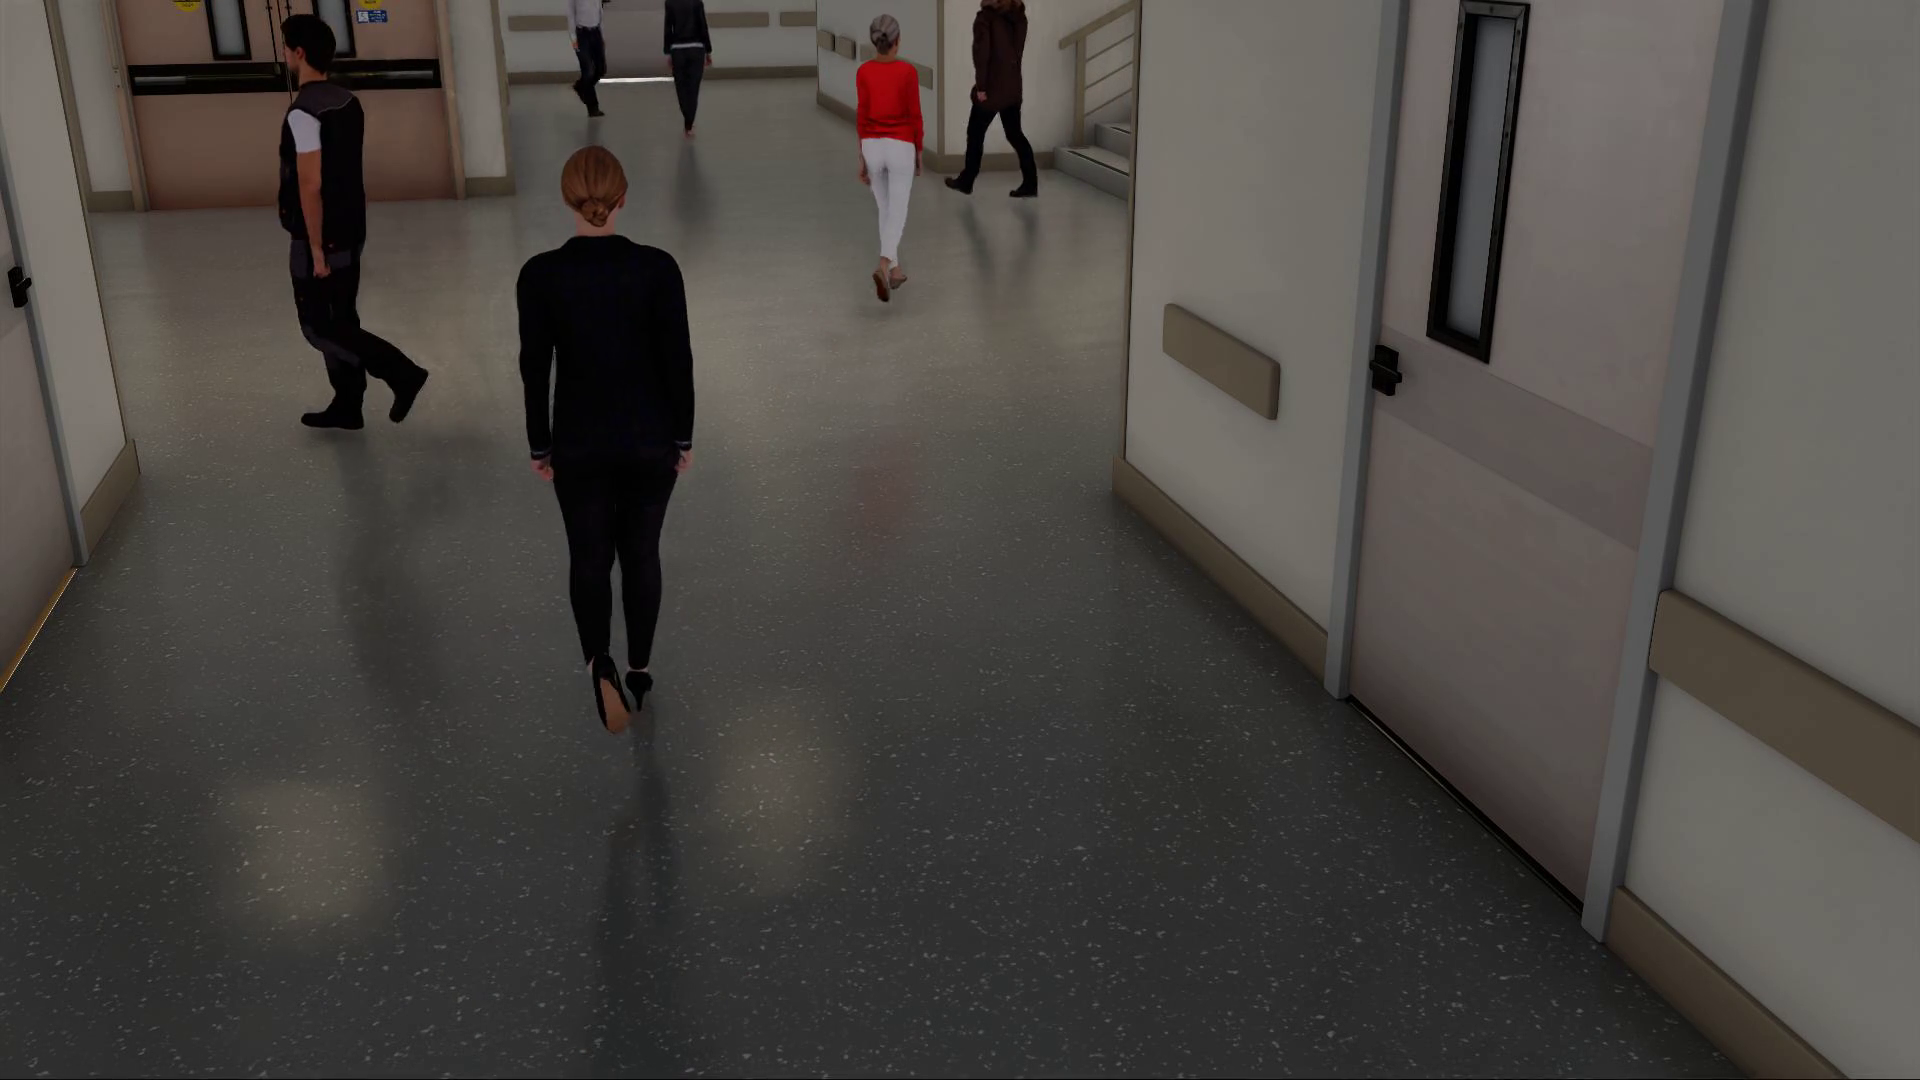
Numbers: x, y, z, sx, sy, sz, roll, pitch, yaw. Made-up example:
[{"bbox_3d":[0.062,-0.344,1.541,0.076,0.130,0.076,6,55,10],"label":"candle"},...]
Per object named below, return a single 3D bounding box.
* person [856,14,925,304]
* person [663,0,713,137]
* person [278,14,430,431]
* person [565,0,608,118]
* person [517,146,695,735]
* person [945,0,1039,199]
[{"bbox_3d":[-0.442,-2.254,9.980,1.098,1.664,0.948,4,21,11],"label":"person"},{"bbox_3d":[-2.871,-5.078,17.399,1.042,1.689,0.910,1,21,4],"label":"person"},{"bbox_3d":[-2.706,-1.347,7.347,1.022,1.832,0.858,3,21,7],"label":"person"},{"bbox_3d":[-4.351,-5.793,19.131,0.967,1.801,0.959,17,26,37],"label":"person"},{"bbox_3d":[-0.958,-0.220,4.599,0.854,1.670,0.714,-4,21,-9],"label":"person"},{"bbox_3d":[0.375,-3.603,13.358,1.220,1.792,1.270,18,27,39],"label":"person"}]
